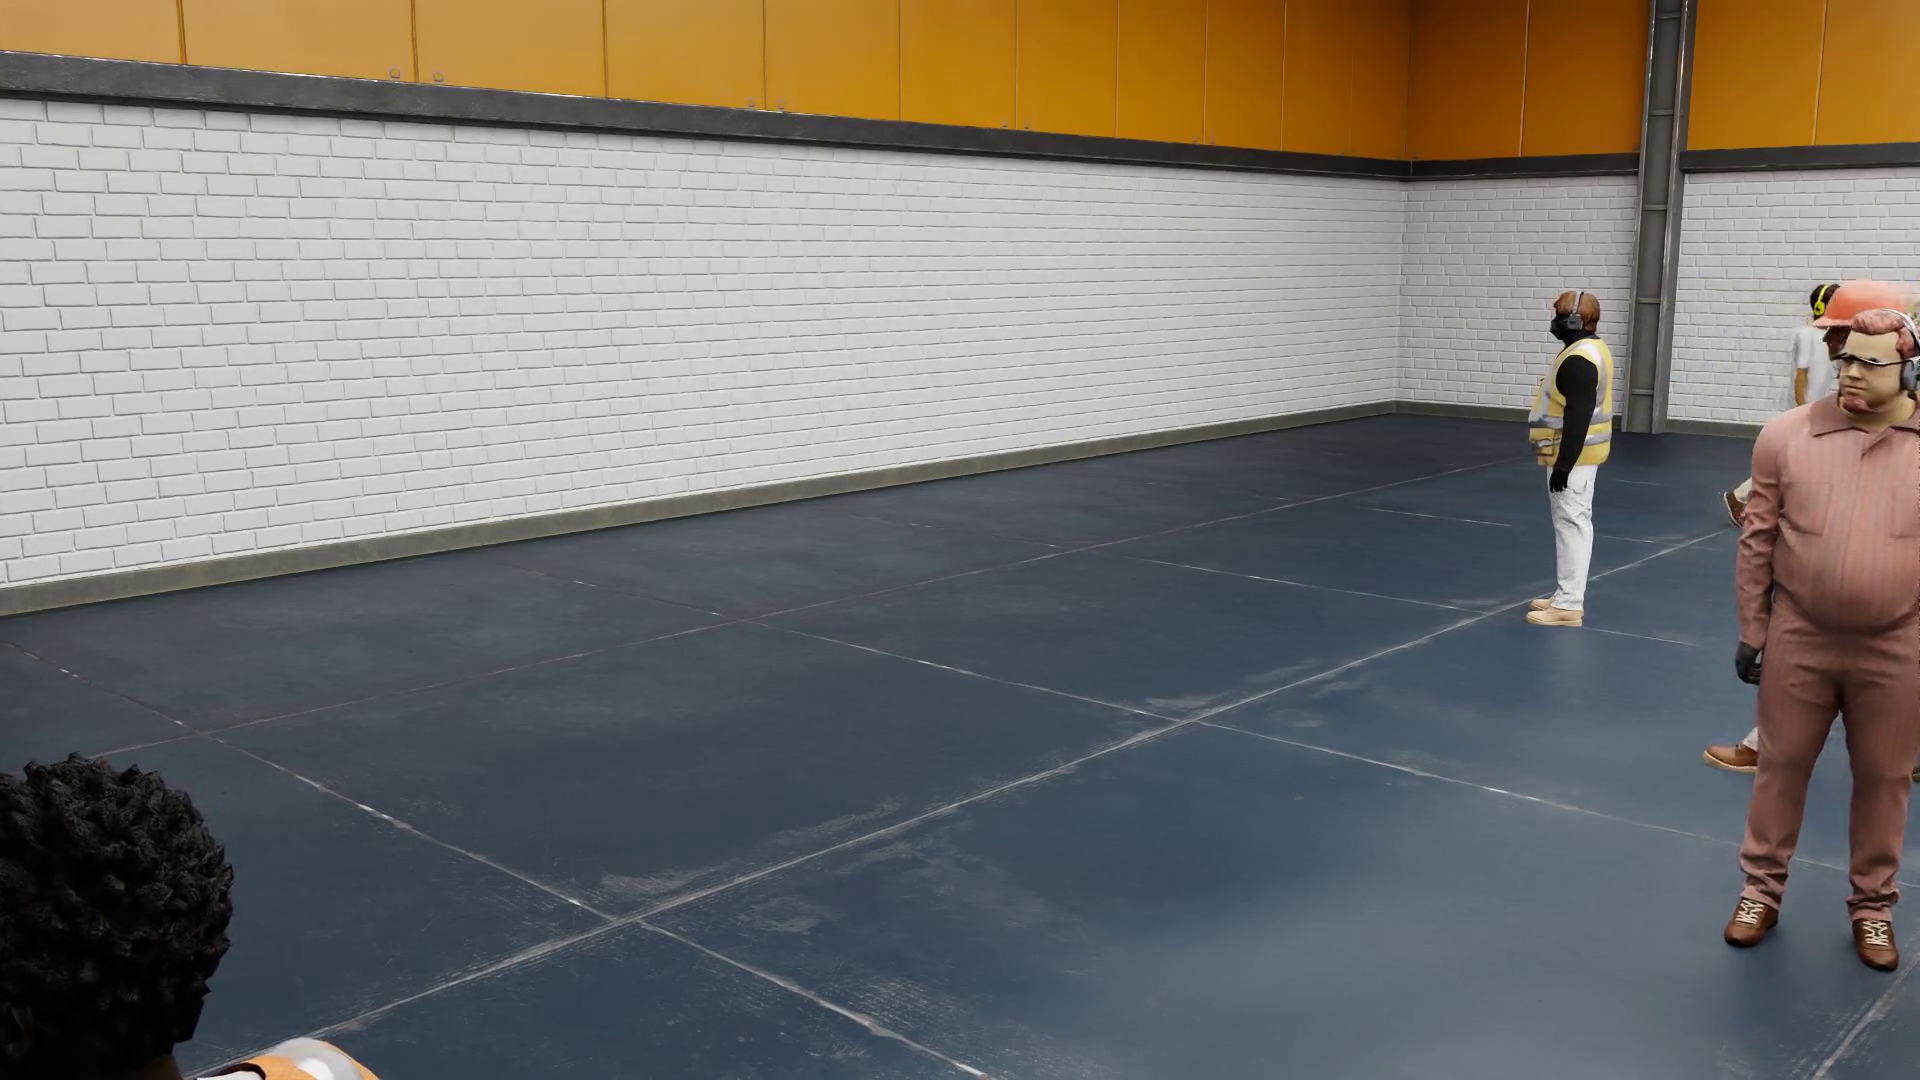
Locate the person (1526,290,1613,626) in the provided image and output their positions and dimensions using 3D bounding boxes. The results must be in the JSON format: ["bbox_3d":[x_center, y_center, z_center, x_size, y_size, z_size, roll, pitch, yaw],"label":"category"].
[{"bbox_3d":[3.357,-0.447,9.190,0.430,1.845,0.620,5,11,26],"label":"person"}]

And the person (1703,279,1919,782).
[{"bbox_3d":[3.494,-0.017,6.396,0.957,1.964,0.621,5,11,26],"label":"person"}]

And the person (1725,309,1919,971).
[{"bbox_3d":[2.586,0.290,4.824,0.643,1.905,0.400,6,11,30],"label":"person"}]

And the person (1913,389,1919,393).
[{"bbox_3d":[7.595,-1.084,12.705,0.700,1.889,0.445,7,12,36],"label":"person"}]

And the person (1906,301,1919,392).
[{"bbox_3d":[9.562,-1.698,16.314,0.632,1.843,0.429,4,11,21],"label":"person"}]

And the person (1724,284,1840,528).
[{"bbox_3d":[6.052,-0.932,12.015,0.553,1.836,0.866,-9,14,-43],"label":"person"}]

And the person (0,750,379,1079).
[{"bbox_3d":[-0.639,1.002,1.372,0.317,1.693,0.535,3,10,18],"label":"person"}]
